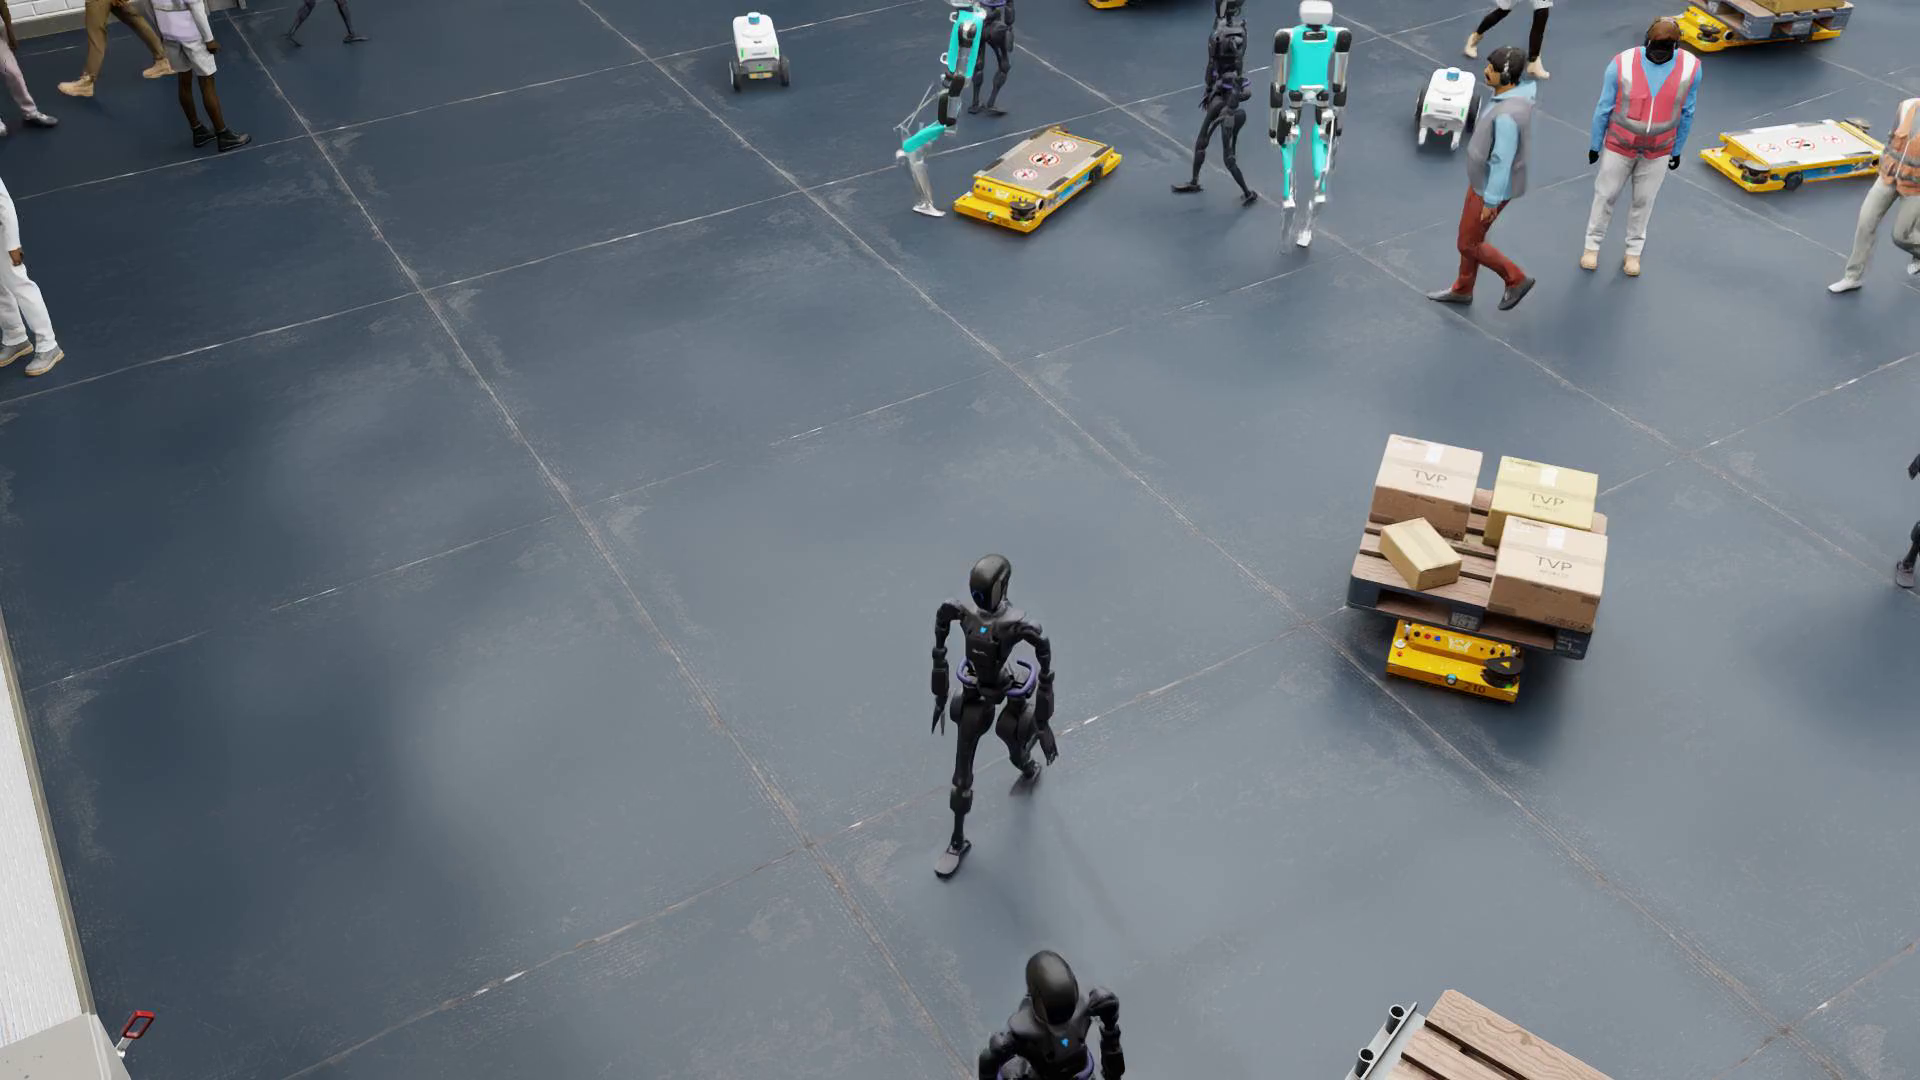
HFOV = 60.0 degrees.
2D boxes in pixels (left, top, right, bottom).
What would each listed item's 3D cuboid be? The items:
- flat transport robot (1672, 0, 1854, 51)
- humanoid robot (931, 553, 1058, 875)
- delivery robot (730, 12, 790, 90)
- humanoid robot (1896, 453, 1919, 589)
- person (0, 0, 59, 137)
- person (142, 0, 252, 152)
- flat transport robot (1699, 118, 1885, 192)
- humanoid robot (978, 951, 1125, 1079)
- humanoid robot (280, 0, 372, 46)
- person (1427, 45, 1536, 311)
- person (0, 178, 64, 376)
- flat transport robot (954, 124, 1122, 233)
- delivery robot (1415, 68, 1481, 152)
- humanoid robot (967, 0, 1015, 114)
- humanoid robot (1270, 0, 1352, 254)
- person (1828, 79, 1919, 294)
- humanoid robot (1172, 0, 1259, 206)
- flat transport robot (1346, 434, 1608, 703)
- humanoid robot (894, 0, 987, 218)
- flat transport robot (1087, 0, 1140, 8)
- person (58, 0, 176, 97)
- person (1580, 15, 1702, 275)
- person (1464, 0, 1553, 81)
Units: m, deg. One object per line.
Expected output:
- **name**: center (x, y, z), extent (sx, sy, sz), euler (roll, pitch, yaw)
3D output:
- **flat transport robot**: center (7.291, -4.760, 15.298), extent (1.431, 0.231, 0.659), euler (-9, 39, -11)
- **humanoid robot**: center (0.172, 0.714, 7.309), extent (0.603, 1.634, 0.801), euler (15, 41, 18)
- **delivery robot**: center (-1.767, -4.266, 14.445), extent (0.499, 0.595, 0.781), euler (-7, 39, -9)
- **humanoid robot**: center (5.396, -0.473, 8.782), extent (0.602, 1.650, 0.590), euler (12, 40, 15)
- **person**: center (-7.799, -4.042, 13.162), extent (0.677, 1.804, 0.387), euler (-13, 40, -16)
- **person**: center (-6.052, -3.992, 12.996), extent (0.543, 1.926, 0.381), euler (16, 41, 19)
- **flat transport robot**: center (6.668, -3.037, 13.124), extent (1.431, 0.231, 0.659), euler (-9, 39, -12)
- **humanoid robot**: center (0.320, 1.937, 5.767), extent (0.601, 1.618, 0.832), euler (-18, 42, -21)
- **humanoid robot**: center (-5.785, -5.172, 14.731), extent (0.752, 1.648, 0.616), euler (-23, 44, -26)
- **person**: center (3.557, -2.326, 10.948), extent (0.563, 1.863, 0.548), euler (8, 39, 9)
- **person**: center (-6.111, -1.906, 10.398), extent (0.574, 1.882, 0.362), euler (15, 41, 19)
- **flat transport robot**: center (0.617, -2.802, 12.828), extent (0.659, 0.231, 1.431), euler (22, 44, 26)
- **delivery robot**: center (3.970, -3.543, 13.545), extent (0.499, 0.611, 0.814), euler (13, 40, 15)
- **humanoid robot**: center (0.235, -4.270, 13.547), extent (0.325, 1.648, 0.611), euler (-23, 44, -26)
- **humanoid robot**: center (2.435, -2.747, 11.665), extent (0.546, 1.884, 0.758), euler (1, 38, 1)
- **person**: center (6.450, -2.430, 11.268), extent (0.687, 1.595, 0.520), euler (-17, 41, -20)
- **humanoid robot**: center (1.963, -3.260, 12.308), extent (0.574, 1.648, 0.593), euler (-8, 39, -11)
- **flat transport robot**: center (2.743, 0.278, 8.942), extent (0.659, 0.231, 1.431), euler (13, 40, 16)
- **humanoid robot**: center (-0.212, -3.152, 12.125), extent (0.797, 1.821, 0.537), euler (2, 38, 3)
- **flat transport robot**: center (1.827, -5.450, 16.169), extent (1.431, 0.231, 0.659), euler (-15, 41, -18)
- **person**: center (-7.276, -4.611, 13.942), extent (0.991, 1.703, 0.546), euler (-22, 43, -25)
- **person**: center (4.663, -2.717, 11.466), extent (0.638, 1.831, 0.430), euler (8, 39, 10)
- **person**: center (4.872, -4.876, 14.331), extent (0.537, 1.656, 0.849), euler (-16, 41, -19)
